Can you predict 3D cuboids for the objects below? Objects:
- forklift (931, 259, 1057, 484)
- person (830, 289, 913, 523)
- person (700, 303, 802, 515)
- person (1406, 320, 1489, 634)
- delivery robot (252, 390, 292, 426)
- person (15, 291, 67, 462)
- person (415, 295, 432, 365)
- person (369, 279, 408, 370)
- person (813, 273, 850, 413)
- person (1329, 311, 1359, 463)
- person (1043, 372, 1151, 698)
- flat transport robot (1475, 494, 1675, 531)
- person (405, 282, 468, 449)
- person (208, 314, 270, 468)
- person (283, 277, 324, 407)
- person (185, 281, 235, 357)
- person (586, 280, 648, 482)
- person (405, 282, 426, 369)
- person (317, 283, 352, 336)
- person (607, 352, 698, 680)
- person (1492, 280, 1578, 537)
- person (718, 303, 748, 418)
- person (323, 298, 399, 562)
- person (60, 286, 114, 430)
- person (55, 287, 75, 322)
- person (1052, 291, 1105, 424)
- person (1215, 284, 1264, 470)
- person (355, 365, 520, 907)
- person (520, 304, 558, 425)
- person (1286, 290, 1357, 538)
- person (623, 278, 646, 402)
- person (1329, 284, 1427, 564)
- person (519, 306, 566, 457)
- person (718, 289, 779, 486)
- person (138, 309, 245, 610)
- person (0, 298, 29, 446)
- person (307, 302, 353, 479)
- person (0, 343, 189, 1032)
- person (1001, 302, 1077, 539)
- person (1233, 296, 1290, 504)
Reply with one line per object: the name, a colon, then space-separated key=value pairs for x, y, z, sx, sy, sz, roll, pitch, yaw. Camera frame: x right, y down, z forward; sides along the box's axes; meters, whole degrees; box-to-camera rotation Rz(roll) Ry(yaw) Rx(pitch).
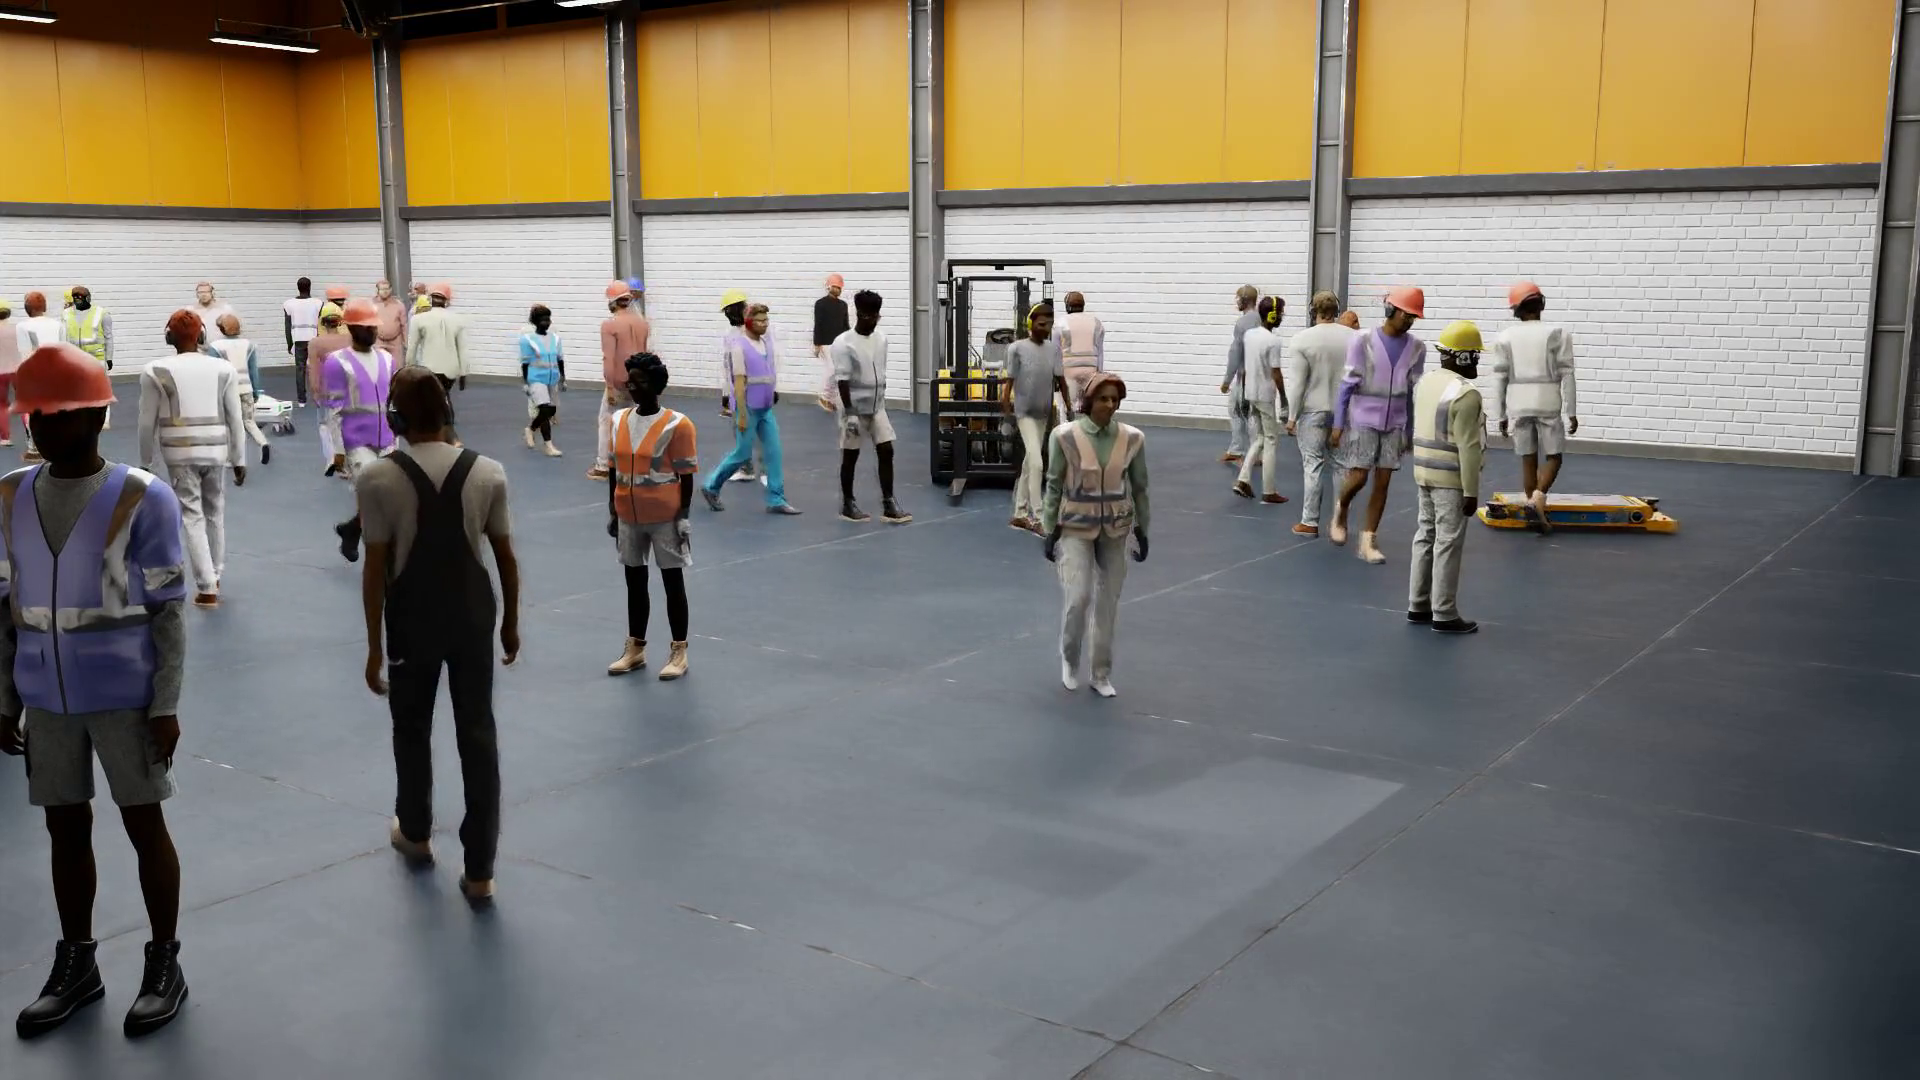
forklift: x=0.370 y=-1.738 z=16.759 sx=1.214 sy=2.155 sz=2.313 roll=1 pitch=10 yaw=3
person: x=-0.728 y=-1.069 z=13.550 sx=0.617 sy=1.926 sz=0.796 roll=-9 pitch=13 yaw=-42
person: x=-1.809 y=-1.112 z=14.194 sx=0.870 sy=1.812 sz=0.576 roll=4 pitch=10 yaw=23
person: x=2.846 y=-0.360 z=9.668 sx=0.403 sy=1.826 sz=0.596 roll=-2 pitch=10 yaw=-13
delivery robot: x=-8.670 y=-1.616 z=20.625 sx=0.707 sy=0.478 sz=0.477 roll=1 pitch=10 yaw=5
person: x=-9.731 y=-1.732 z=17.770 sx=0.941 sy=1.854 sz=0.589 roll=5 pitch=11 yaw=28
person: x=-6.625 y=-2.184 z=20.765 sx=0.305 sy=1.741 sz=0.499 roll=3 pitch=10 yaw=15
person: x=-8.569 y=-2.947 z=24.865 sx=0.685 sy=1.911 sz=0.511 roll=-5 pitch=11 yaw=-27
person: x=-1.795 y=-2.786 z=23.632 sx=0.471 sy=1.975 sz=0.641 roll=8 pitch=13 yaw=41
person: x=4.108 y=-1.619 z=17.714 sx=0.499 sy=1.634 sz=0.285 roll=6 pitch=11 yaw=33
person: x=0.679 y=-0.016 z=8.192 sx=0.537 sy=1.621 sz=0.369 roll=-2 pitch=10 yaw=-13
flat transport robot: x=4.984 y=-0.236 z=13.531 sx=1.431 sy=0.197 sz=0.652 roll=2 pitch=10 yaw=9
person: x=-5.685 y=-1.858 z=18.237 sx=0.622 sy=1.942 sz=1.026 roll=-9 pitch=13 yaw=-41
person: x=-7.479 y=-1.528 z=17.219 sx=0.567 sy=1.619 sz=0.521 roll=7 pitch=12 yaw=37
person: x=-9.694 y=-2.934 z=24.697 sx=0.597 sy=1.917 sz=0.379 roll=-2 pitch=10 yaw=-9
person: x=-9.882 y=-2.456 z=21.934 sx=0.668 sy=1.891 sz=0.414 roll=-3 pitch=10 yaw=-15
person: x=-3.325 y=-1.535 z=16.244 sx=0.869 sy=1.961 sz=0.630 roll=8 pitch=12 yaw=39
person: x=-7.282 y=-2.514 z=22.336 sx=0.823 sy=1.879 sz=0.660 roll=2 pitch=10 yaw=14
person: x=-7.137 y=-2.019 z=19.320 sx=0.879 sy=1.912 sz=0.552 roll=9 pitch=13 yaw=42
person: x=-1.604 y=-0.123 z=8.613 sx=0.529 sy=1.697 sz=0.321 roll=4 pitch=10 yaw=23
person: x=4.440 y=-1.006 z=12.923 sx=0.664 sy=2.014 sz=0.608 roll=6 pitch=11 yaw=31
person: x=-2.932 y=-2.446 z=22.773 sx=0.858 sy=1.590 sz=0.498 roll=7 pitch=12 yaw=37
person: x=-4.090 y=-0.692 z=11.359 sx=0.717 sy=1.919 sz=0.549 roll=7 pitch=12 yaw=34
person: x=-11.177 y=-2.322 z=21.288 sx=0.633 sy=1.841 sz=0.429 roll=-1 pitch=10 yaw=-8
person: x=-11.774 y=-2.474 z=22.295 sx=0.559 sy=1.807 sz=0.610 roll=1 pitch=10 yaw=7
person: x=1.264 y=-1.785 z=18.136 sx=0.625 sy=1.838 sz=0.430 roll=-3 pitch=10 yaw=-17
person: x=2.891 y=-1.687 z=17.305 sx=0.743 sy=1.916 sz=0.633 roll=4 pitch=11 yaw=25
person: x=-1.814 y=0.301 z=5.770 sx=0.553 sy=1.800 sz=0.891 roll=-5 pitch=11 yaw=-29
person: x=-5.516 y=-2.290 z=21.810 sx=0.513 sy=1.599 sz=0.523 roll=-6 pitch=11 yaw=-33
person: x=2.845 y=-0.980 z=13.019 sx=0.627 sy=1.936 sz=0.374 roll=-2 pitch=10 yaw=-14
person: x=-5.009 y=-3.013 z=25.256 sx=0.595 sy=1.912 sz=0.648 roll=0 pitch=10 yaw=1
person: x=2.983 y=-0.838 z=11.974 sx=0.705 sy=1.999 sz=0.652 roll=-2 pitch=10 yaw=-11
person: x=-4.683 y=-1.775 z=18.533 sx=0.733 sy=1.671 sz=0.540 roll=8 pitch=12 yaw=39
person: x=-2.022 y=-1.460 z=16.044 sx=0.687 sy=1.883 sz=0.387 roll=7 pitch=12 yaw=34
person: x=-4.871 y=-0.514 z=10.491 sx=0.581 sy=1.856 sz=0.838 roll=-9 pitch=13 yaw=-42
person: x=-11.003 y=-1.933 z=19.265 sx=0.531 sy=1.740 sz=0.736 roll=-7 pitch=12 yaw=-37
person: x=-6.181 y=-1.473 z=16.495 sx=0.530 sy=1.754 sz=0.372 roll=-5 pitch=11 yaw=-29
person: x=-2.438 y=0.422 z=4.653 sx=0.545 sy=1.940 sz=0.352 roll=0 pitch=10 yaw=1
person: x=0.648 y=-0.939 z=13.058 sx=0.548 sy=1.830 sz=0.783 roll=-8 pitch=12 yaw=-39
person: x=2.732 y=-1.234 z=14.759 sx=0.436 sy=1.851 sz=0.549 roll=-4 pitch=10 yaw=-23
